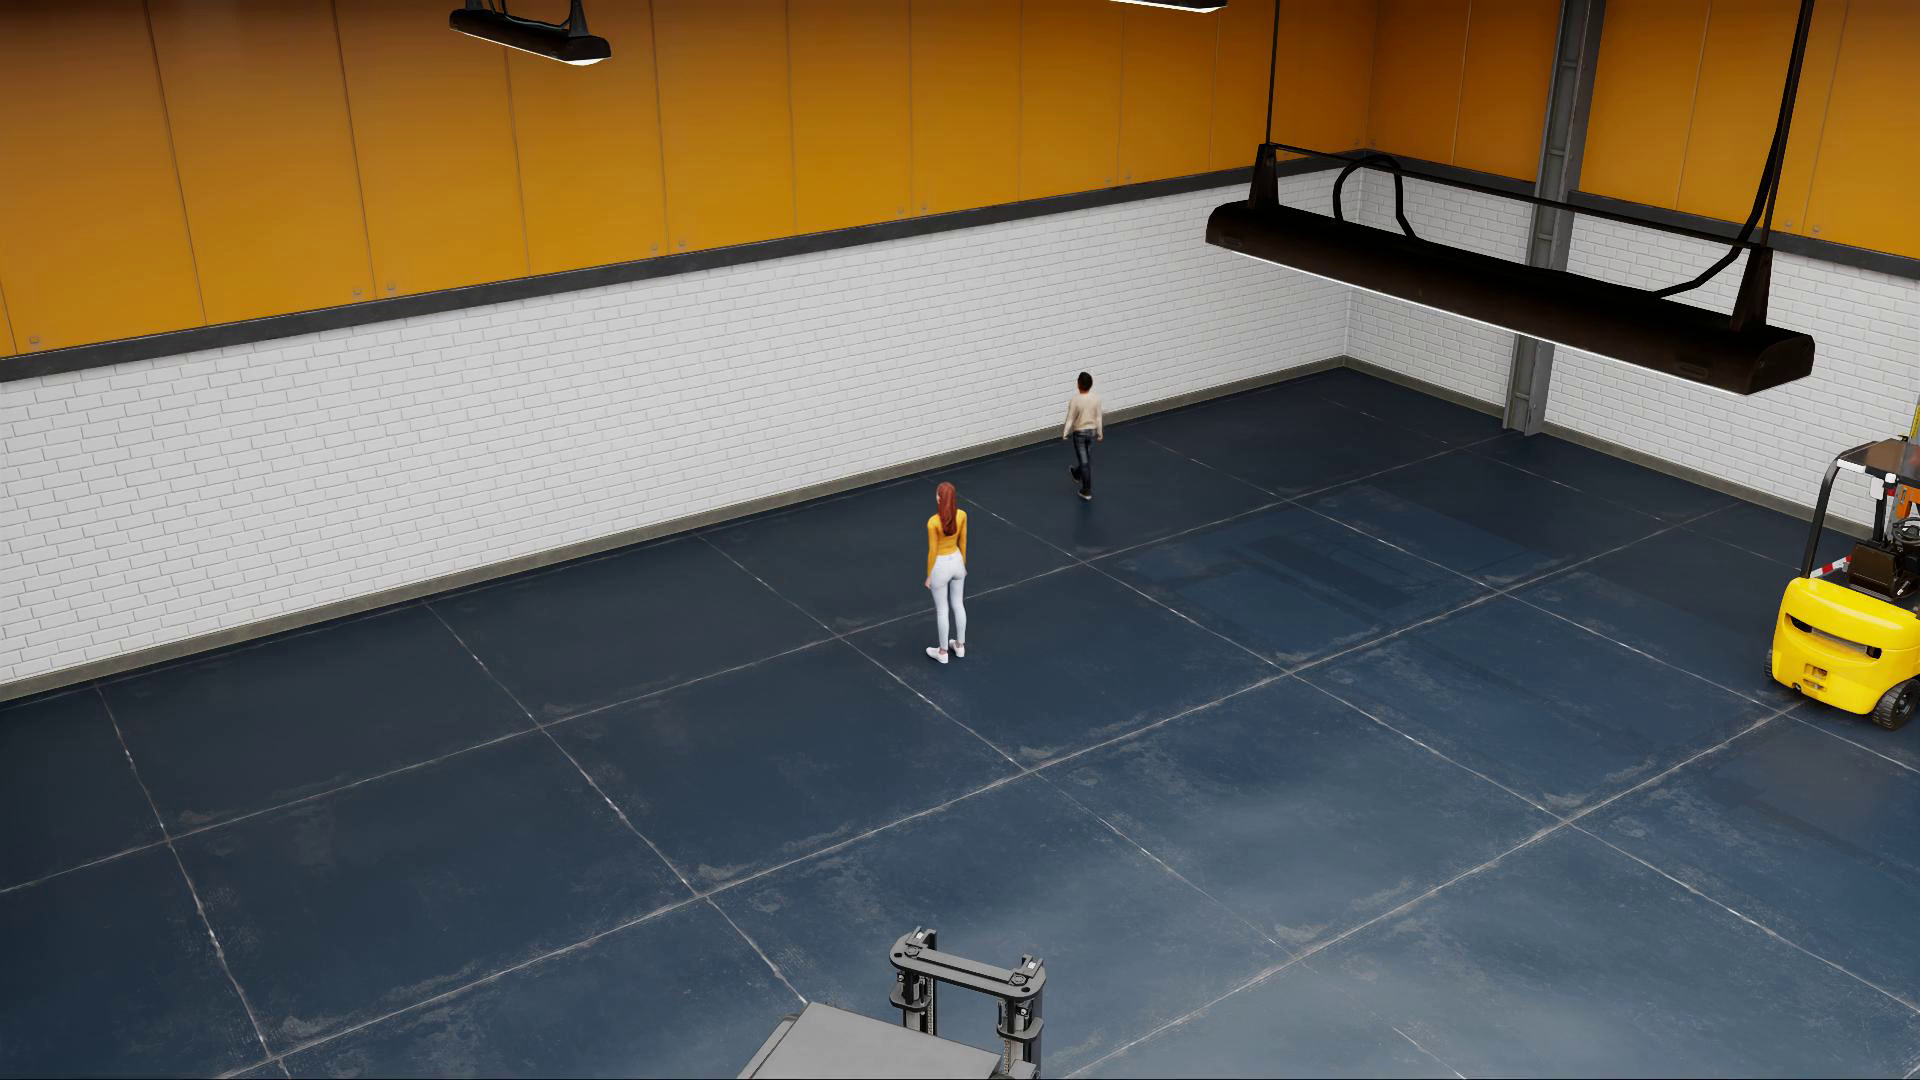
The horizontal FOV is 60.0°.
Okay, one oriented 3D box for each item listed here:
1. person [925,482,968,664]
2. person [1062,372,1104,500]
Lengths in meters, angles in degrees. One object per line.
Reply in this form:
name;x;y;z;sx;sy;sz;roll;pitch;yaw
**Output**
person;-0.119;0.284;15.183;0.587;1.750;0.526;-15;28;-31
person;1.442;-1.159;18.871;0.695;1.439;0.975;-10;25;-21
